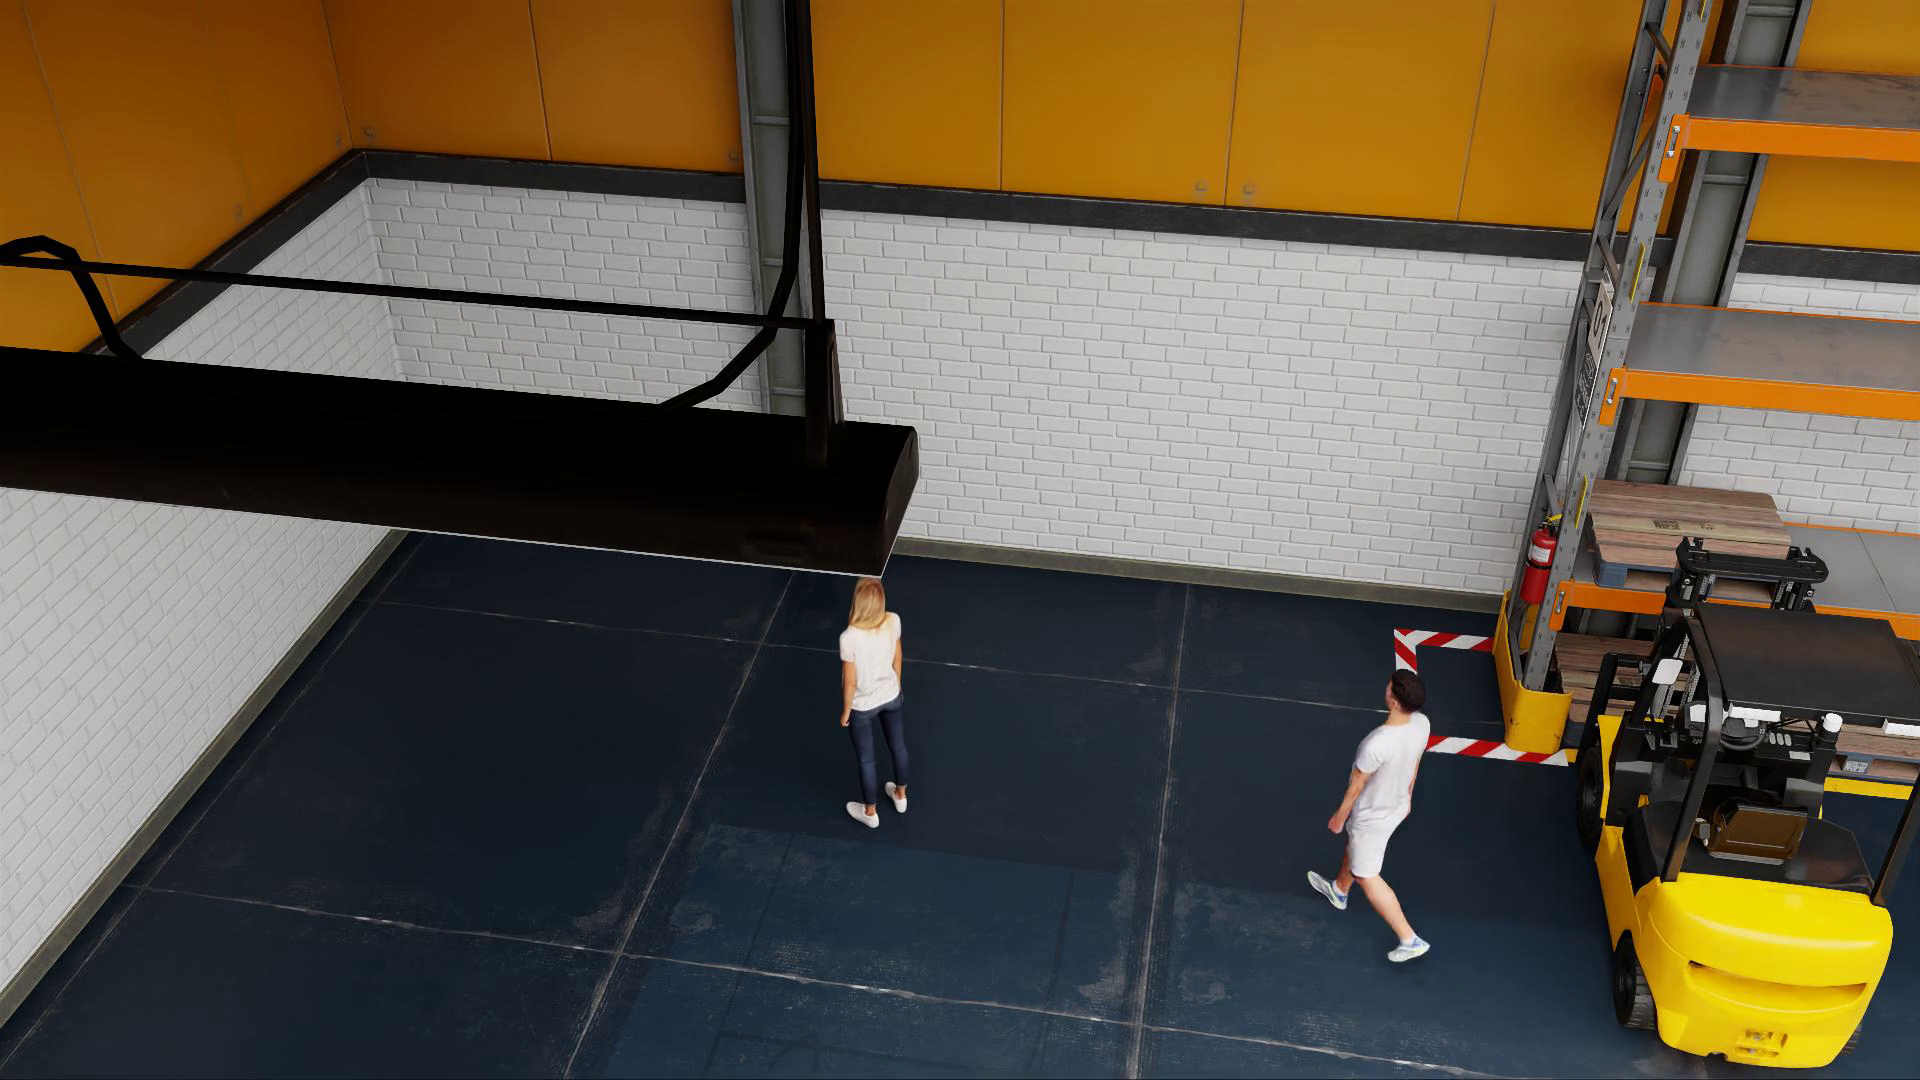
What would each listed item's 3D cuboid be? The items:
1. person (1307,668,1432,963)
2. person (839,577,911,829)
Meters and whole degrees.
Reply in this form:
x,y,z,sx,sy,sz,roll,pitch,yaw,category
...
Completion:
x,y,z,sx,sy,sz,roll,pitch,yaw,category
2.371,1.538,9.207,1.110,1.830,1.245,-26,42,-34,person
-0.511,0.981,10.063,0.663,1.809,0.725,-21,39,-28,person
